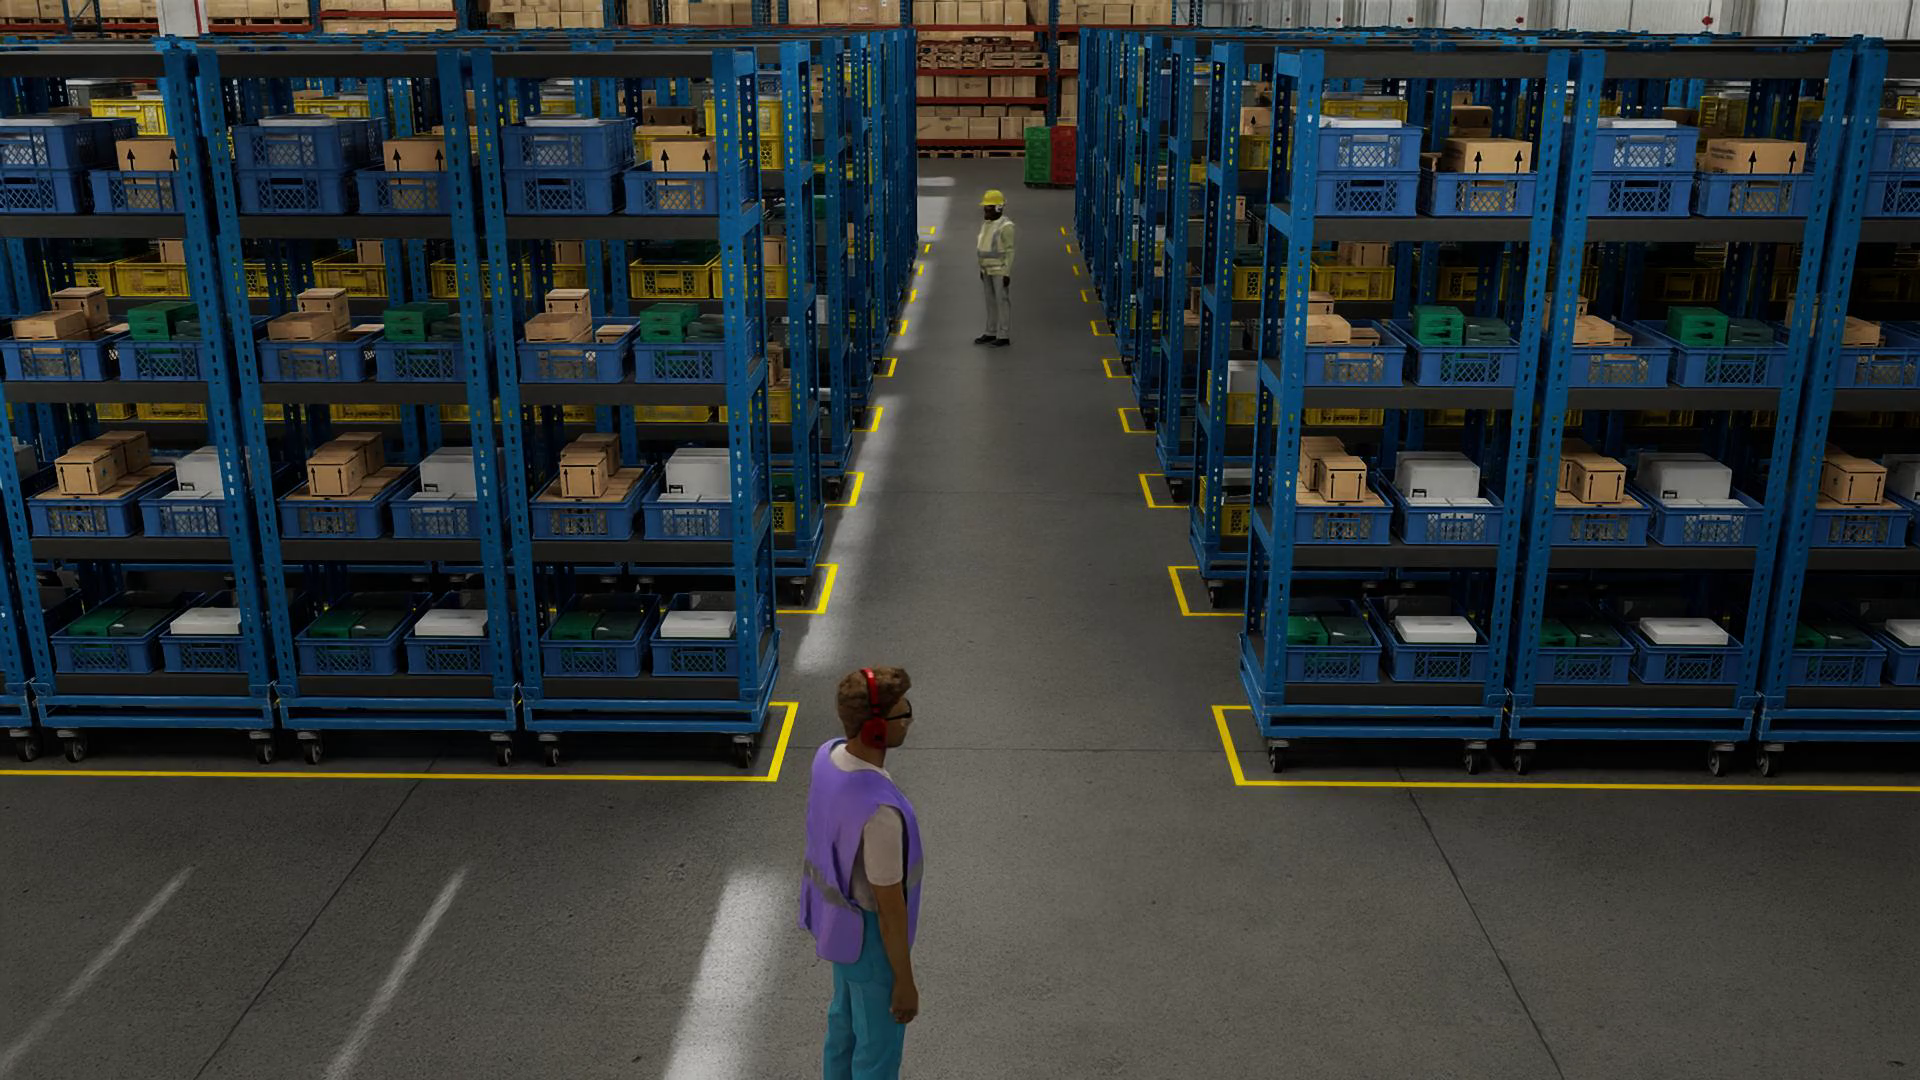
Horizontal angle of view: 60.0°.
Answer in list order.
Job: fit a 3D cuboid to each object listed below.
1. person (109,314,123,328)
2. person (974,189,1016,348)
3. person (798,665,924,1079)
[{"bbox_3d":[-5.954,-0.895,11.983,0.678,1.972,0.627,-1,17,-2],"label":"person"},{"bbox_3d":[0.408,-3.173,19.470,0.404,1.834,0.591,-10,20,-30],"label":"person"},{"bbox_3d":[-0.299,1.272,5.283,0.389,1.846,0.564,-8,19,-24],"label":"person"}]
